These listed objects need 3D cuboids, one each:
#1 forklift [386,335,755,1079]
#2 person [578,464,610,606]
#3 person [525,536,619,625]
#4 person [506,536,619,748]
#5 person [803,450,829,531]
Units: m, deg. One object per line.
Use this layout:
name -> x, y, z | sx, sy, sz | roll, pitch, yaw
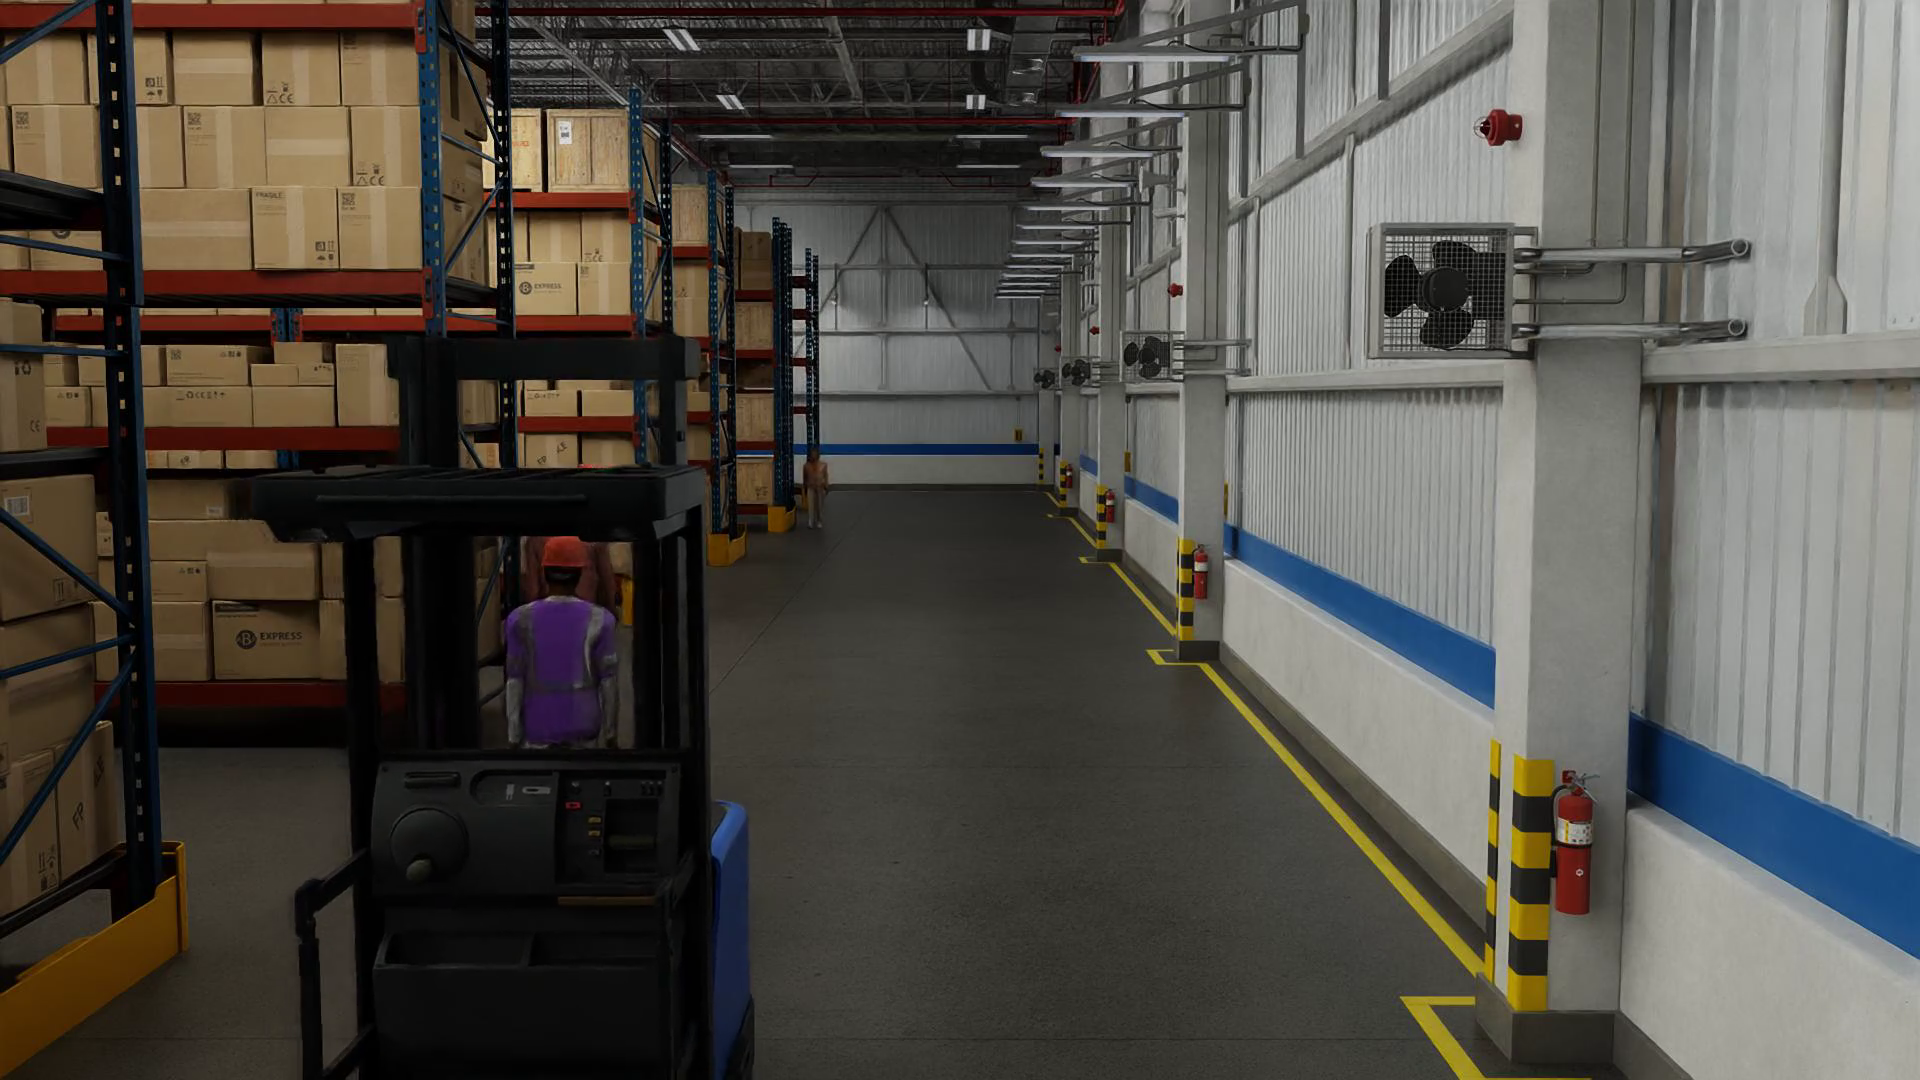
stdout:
forklift -> -1.313, 0.728, 5.428 | 1.129, 2.768, 1.873 | 0, 5, 0
person -> -3.926, 0.149, 17.674 | 0.415, 1.924, 0.576 | -3, 6, -30
person -> -3.092, 0.570, 13.221 | 0.655, 1.857, 1.018 | 0, 5, 4
person -> -2.048, 0.930, 8.610 | 0.567, 1.915, 0.515 | -1, 5, -12
person -> -2.854, -0.997, 32.959 | 0.525, 1.598, 0.855 | 0, 5, 0
